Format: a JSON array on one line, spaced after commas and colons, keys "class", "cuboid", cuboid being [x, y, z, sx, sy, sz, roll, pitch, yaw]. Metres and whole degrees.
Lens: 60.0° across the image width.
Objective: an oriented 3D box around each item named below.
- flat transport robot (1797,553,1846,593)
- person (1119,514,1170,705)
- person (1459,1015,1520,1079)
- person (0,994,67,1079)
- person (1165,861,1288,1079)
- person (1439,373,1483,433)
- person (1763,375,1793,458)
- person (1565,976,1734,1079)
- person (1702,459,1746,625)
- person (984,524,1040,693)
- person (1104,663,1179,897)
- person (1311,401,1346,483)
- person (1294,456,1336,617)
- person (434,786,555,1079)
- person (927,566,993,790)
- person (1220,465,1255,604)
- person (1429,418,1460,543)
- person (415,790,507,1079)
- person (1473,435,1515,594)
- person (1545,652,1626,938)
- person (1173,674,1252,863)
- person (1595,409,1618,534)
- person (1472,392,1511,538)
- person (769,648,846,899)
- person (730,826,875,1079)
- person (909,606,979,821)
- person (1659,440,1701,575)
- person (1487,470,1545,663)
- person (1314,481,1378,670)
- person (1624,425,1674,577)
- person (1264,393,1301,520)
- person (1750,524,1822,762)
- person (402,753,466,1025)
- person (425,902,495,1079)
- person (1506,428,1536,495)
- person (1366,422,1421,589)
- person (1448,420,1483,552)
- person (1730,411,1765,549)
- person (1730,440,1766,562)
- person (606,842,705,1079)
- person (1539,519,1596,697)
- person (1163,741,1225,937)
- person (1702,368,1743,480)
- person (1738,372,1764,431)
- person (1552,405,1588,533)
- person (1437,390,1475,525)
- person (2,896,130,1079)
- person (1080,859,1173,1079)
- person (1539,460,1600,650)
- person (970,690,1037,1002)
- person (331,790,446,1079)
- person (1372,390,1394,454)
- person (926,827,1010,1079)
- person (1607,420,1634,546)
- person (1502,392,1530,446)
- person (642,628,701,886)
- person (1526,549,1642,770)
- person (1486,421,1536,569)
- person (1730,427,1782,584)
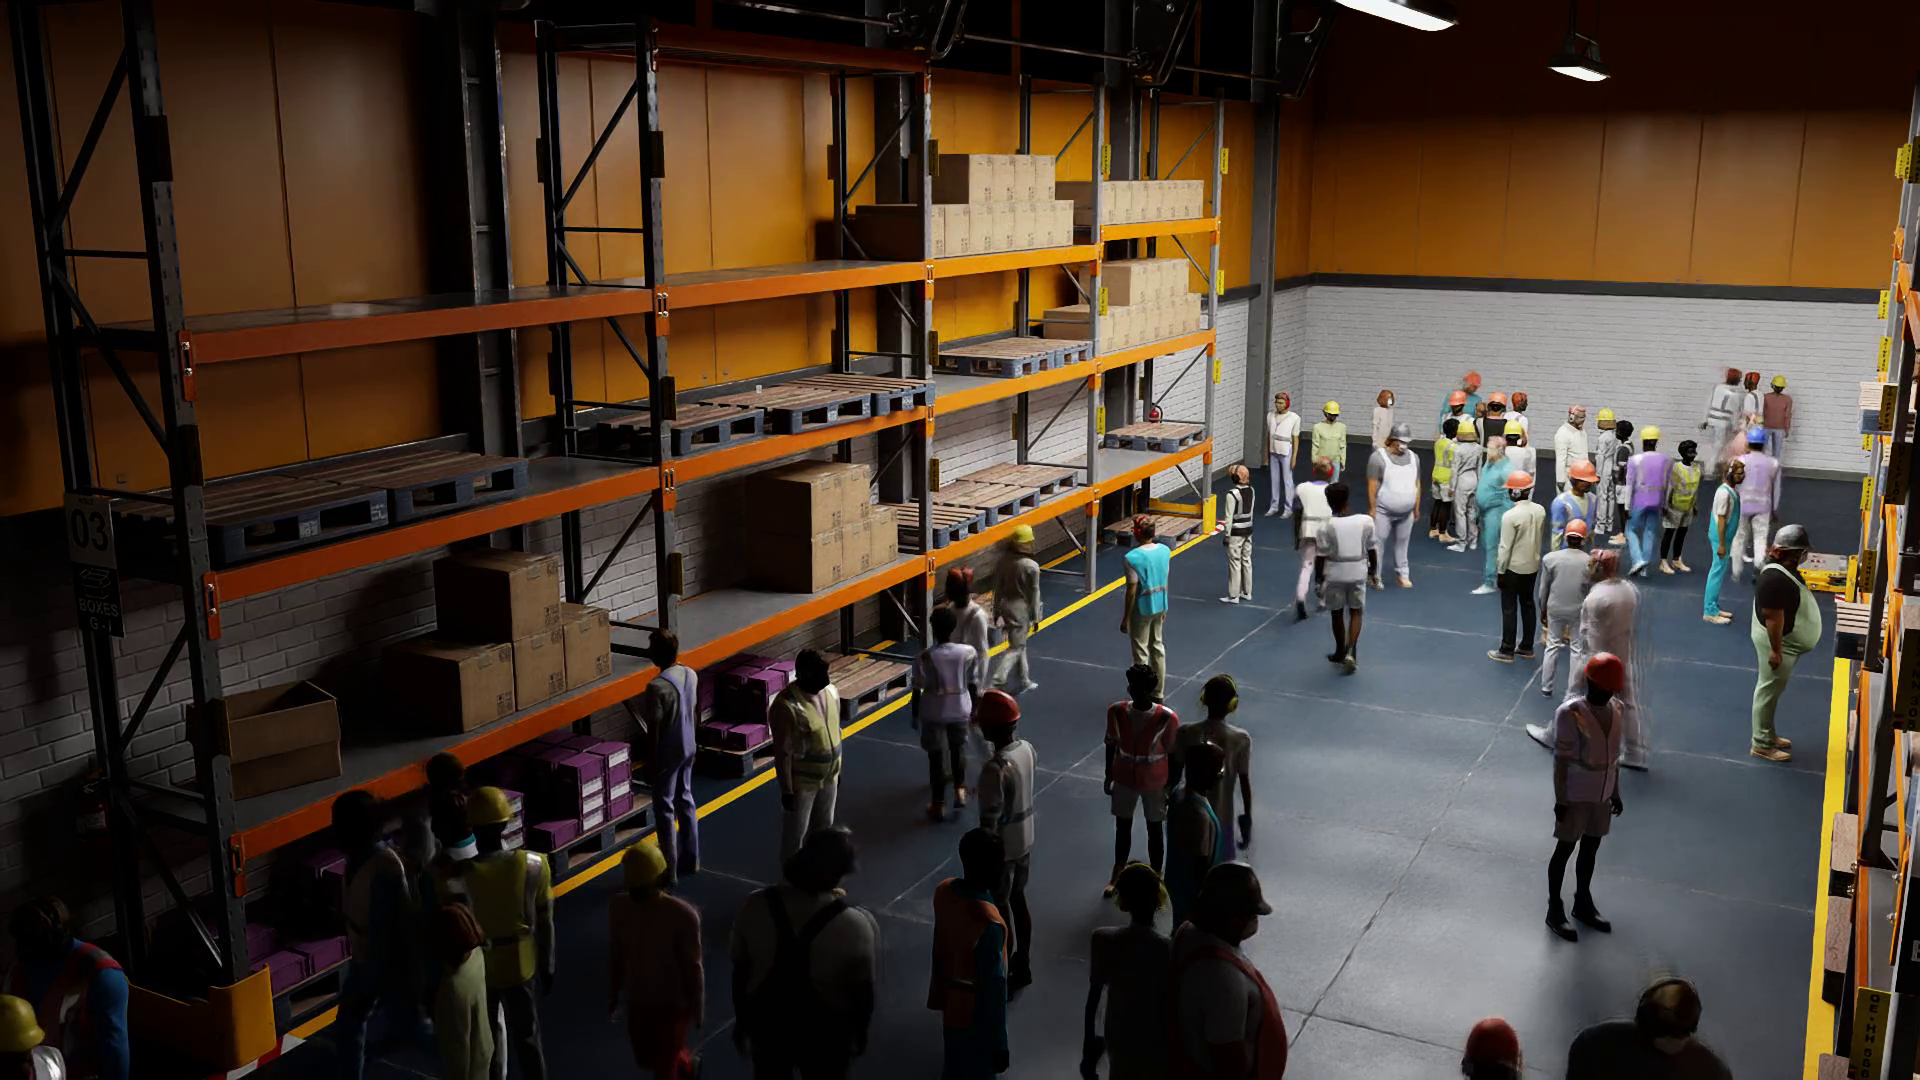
[{"class": "flat transport robot", "cuboid": [10.524, 0.368, 20.457, 0.652, 0.197, 1.431, 7, 14, 27]}, {"class": "person", "cuboid": [1.733, 0.679, 15.509, 0.564, 1.846, 0.392, -11, 16, -40]}, {"class": "person", "cuboid": [2.038, 2.732, 6.598, 0.590, 1.715, 0.584, -3, 13, -13]}, {"class": "person", "cuboid": [-3.764, 2.665, 6.669, 0.403, 1.825, 0.593, 5, 14, 22]}, {"class": "person", "cuboid": [1.185, 2.384, 7.433, 0.536, 2.000, 0.681, -2, 13, -7]}, {"class": "person", "cuboid": [7.718, -1.640, 25.742, 0.663, 1.941, 0.870, 0, 13, 0]}, {"class": "person", "cuboid": [13.066, -1.778, 26.718, 0.523, 1.751, 0.394, 3, 13, 12]}, {"class": "person", "cuboid": [2.770, 2.592, 6.806, 0.649, 1.915, 0.778, 6, 14, 24]}, {"class": "person", "cuboid": [8.506, 0.010, 18.506, 0.329, 1.844, 0.515, 7, 14, 29]}, {"class": "person", "cuboid": [0.491, 0.702, 15.729, 0.489, 1.706, 0.844, 11, 16, 40]}, {"class": "person", "cuboid": [1.238, 1.662, 11.442, 0.540, 1.695, 0.317, 5, 14, 22]}, {"class": "person", "cuboid": [5.264, -1.117, 23.746, 0.525, 1.760, 0.341, -2, 13, -11]}, {"class": "person", "cuboid": [4.033, -0.031, 18.759, 0.571, 1.819, 0.811, 6, 14, 25]}, {"class": "person", "cuboid": [-2.381, 2.198, 8.565, 0.587, 1.915, 0.406, -8, 15, -31]}, {"class": "person", "cuboid": [0.030, 1.125, 13.463, 0.426, 1.889, 0.589, -8, 15, -32]}, {"class": "person", "cuboid": [3.242, -0.069, 19.349, 0.315, 1.629, 0.509, 11, 17, 40]}, {"class": "person", "cuboid": [6.583, -0.813, 22.546, 0.320, 1.691, 0.536, -2, 13, -10]}, {"class": "person", "cuboid": [-2.624, 2.191, 8.747, 0.429, 1.842, 0.634, 4, 13, 18]}, {"class": "person", "cuboid": [6.343, -0.303, 19.818, 0.424, 1.920, 0.660, -1, 13, -4]}, {"class": "person", "cuboid": [4.144, 1.660, 10.933, 0.542, 1.928, 0.374, -5, 14, -22]}, {"class": "person", "cuboid": [1.600, 1.759, 10.677, 0.556, 1.836, 0.668, 4, 13, 15]}, {"class": "person", "cuboid": [8.924, -0.955, 23.081, 0.320, 1.738, 0.483, 12, 17, 43]}, {"class": "person", "cuboid": [7.246, -1.007, 22.659, 0.612, 2.029, 0.407, 4, 13, 17]}, {"class": "person", "cuboid": [-1.013, 1.620, 11.334, 0.429, 1.837, 0.630, 10, 16, 37]}, {"class": "person", "cuboid": [-0.785, 2.264, 7.971, 0.837, 2.000, 0.546, 3, 13, 13]}, {"class": "person", "cuboid": [-0.126, 1.344, 12.899, 0.546, 1.680, 0.374, -5, 13, -20]}, {"class": "person", "cuboid": [8.996, -0.416, 20.746, 0.537, 1.696, 0.321, -6, 14, -26]}, {"class": "person", "cuboid": [5.701, 0.271, 17.030, 0.618, 1.986, 0.406, -8, 15, -32]}, {"class": "person", "cuboid": [3.879, 0.370, 16.687, 0.703, 1.937, 0.587, -1, 13, -6]}, {"class": "person", "cuboid": [8.454, -0.464, 20.477, 0.602, 1.911, 0.447, 0, 13, -2]}, {"class": "person", "cuboid": [4.668, -1.225, 24.055, 0.390, 1.837, 0.561, -11, 16, -39]}, {"class": "person", "cuboid": [7.074, 0.860, 14.258, 0.538, 2.000, 0.688, 7, 14, 28]}, {"class": "person", "cuboid": [-3.005, 2.046, 9.503, 0.559, 1.795, 0.548, 1, 13, 5]}, {"class": "person", "cuboid": [-2.353, 2.487, 7.900, 0.267, 1.631, 0.508, -1, 13, -5]}, {"class": "person", "cuboid": [7.399, -0.704, 22.224, 0.554, 1.609, 0.564, 4, 13, 17]}, {"class": "person", "cuboid": [5.233, -0.415, 19.966, 0.690, 2.000, 0.535, -3, 13, -12]}, {"class": "person", "cuboid": [6.675, -0.717, 22.018, 0.497, 1.732, 0.339, -8, 15, -31]}, {"class": "person", "cuboid": [10.320, -0.754, 21.841, 0.652, 1.888, 0.450, -12, 17, -42]}, {"class": "person", "cuboid": [10.122, -0.527, 21.391, 0.324, 1.630, 0.525, 0, 13, 0]}, {"class": "person", "cuboid": [-1.512, 2.302, 8.482, 0.526, 1.729, 0.765, 4, 13, 19]}, {"class": "person", "cuboid": [5.800, 0.659, 15.827, 0.566, 1.744, 0.350, 7, 14, 28]}, {"class": "person", "cuboid": [1.338, 2.029, 9.483, 0.345, 1.840, 0.504, -2, 13, -9]}, {"class": "person", "cuboid": [12.302, -1.868, 26.900, 0.414, 1.855, 0.649, -2, 13, -11]}, {"class": "person", "cuboid": [12.395, -1.697, 26.094, 0.350, 1.878, 0.567, 11, 17, 40]}, {"class": "person", "cuboid": [8.226, -0.878, 22.384, 0.401, 1.894, 0.653, 12, 17, 43]}, {"class": "person", "cuboid": [7.018, -1.170, 23.608, 0.386, 1.929, 0.543, -10, 16, -37]}, {"class": "person", "cuboid": [-4.031, 2.469, 7.541, 0.633, 1.835, 0.431, 4, 13, 18]}, {"class": "person", "cuboid": [0.806, 2.426, 7.715, 0.575, 1.838, 0.595, 6, 14, 25]}, {"class": "person", "cuboid": [6.443, 0.156, 17.441, 0.608, 2.033, 0.427, -7, 14, -27]}, {"class": "person", "cuboid": [0.246, 1.844, 10.108, 0.388, 1.930, 0.545, 7, 14, 28]}, {"class": "person", "cuboid": [-2.991, 2.187, 8.711, 0.950, 1.879, 0.610, -9, 16, -36]}, {"class": "person", "cuboid": [6.573, -1.531, 25.881, 0.501, 1.633, 0.282, -11, 17, -41]}, {"class": "person", "cuboid": [0.049, 2.306, 8.060, 0.371, 1.916, 0.597, -6, 14, -26]}, {"class": "person", "cuboid": [8.922, -0.774, 22.381, 0.324, 1.685, 0.533, 6, 14, 25]}, {"class": "person", "cuboid": [7.904, -1.168, 23.694, 0.355, 1.883, 0.575, -4, 13, -16]}, {"class": "person", "cuboid": [-2.039, 1.522, 11.764, 0.339, 1.834, 0.523, 7, 14, 27]}, {"class": "person", "cuboid": [5.401, 0.983, 14.133, 0.637, 1.848, 1.030, -9, 15, -35]}, {"class": "person", "cuboid": [6.852, -0.535, 20.783, 0.586, 1.920, 0.396, 3, 13, 13]}, {"class": "person", "cuboid": [9.580, -0.389, 20.085, 0.633, 1.933, 0.682, 4, 13, 16]}]
